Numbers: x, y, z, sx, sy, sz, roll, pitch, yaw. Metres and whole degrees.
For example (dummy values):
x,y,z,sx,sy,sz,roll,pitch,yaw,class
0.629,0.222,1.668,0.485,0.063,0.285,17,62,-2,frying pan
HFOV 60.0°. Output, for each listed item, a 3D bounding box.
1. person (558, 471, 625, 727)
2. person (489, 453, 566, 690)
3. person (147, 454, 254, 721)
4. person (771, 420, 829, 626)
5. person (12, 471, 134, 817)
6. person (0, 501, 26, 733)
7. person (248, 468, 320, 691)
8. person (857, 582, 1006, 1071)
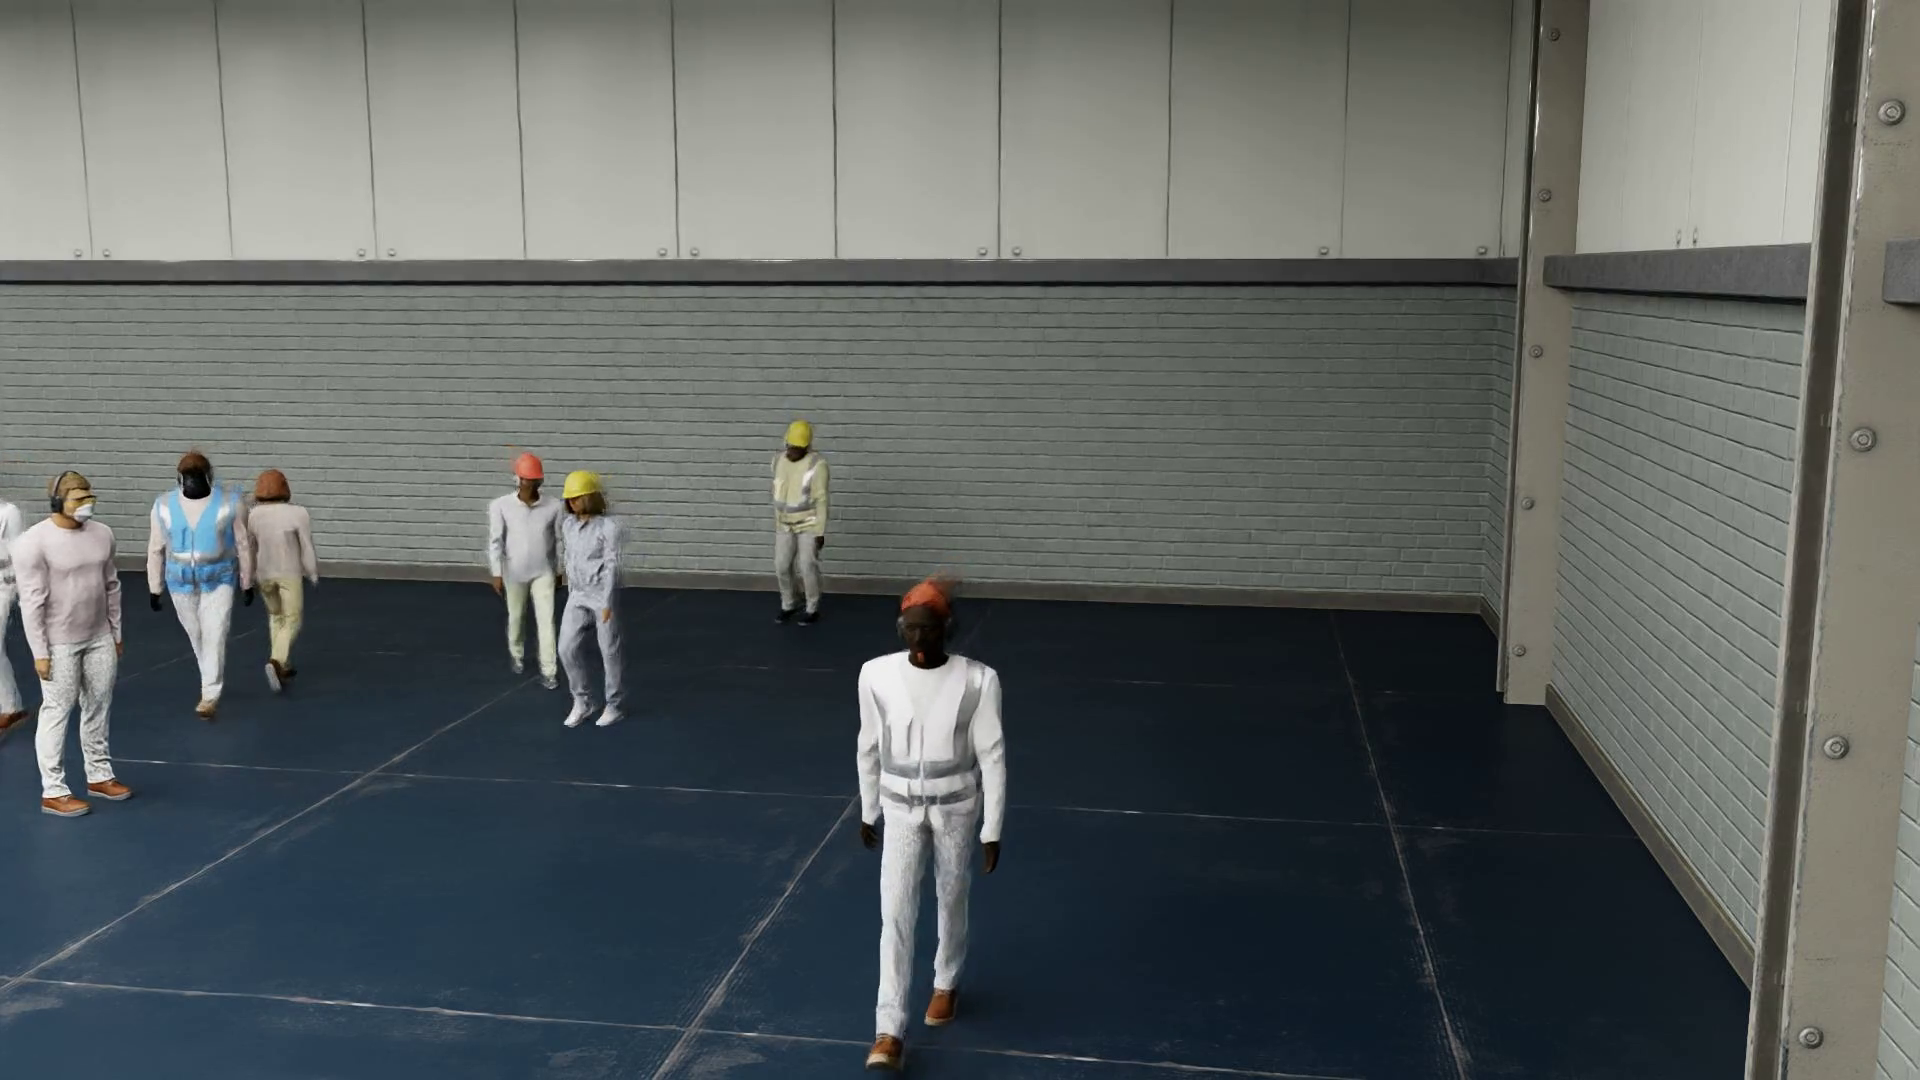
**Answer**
x,y,z,sx,sy,sz,roll,pitch,yaw,class
-2.448,0.402,11.005,0.496,1.723,0.522,4,10,24,person
-3.192,0.200,12.289,0.563,1.711,0.896,-3,10,-20,person
-5.189,0.311,11.335,0.653,1.790,0.941,-2,9,-10,person
-1.347,-0.135,14.096,0.611,1.788,0.559,5,10,26,person
-4.970,0.569,9.342,0.369,1.930,0.627,3,10,20,person
-6.318,0.391,10.651,0.577,1.846,0.877,1,9,9,person
-4.963,0.284,12.070,0.506,1.606,0.703,0,9,1,person
-0.130,1.089,6.383,0.600,1.836,0.954,1,9,9,person
